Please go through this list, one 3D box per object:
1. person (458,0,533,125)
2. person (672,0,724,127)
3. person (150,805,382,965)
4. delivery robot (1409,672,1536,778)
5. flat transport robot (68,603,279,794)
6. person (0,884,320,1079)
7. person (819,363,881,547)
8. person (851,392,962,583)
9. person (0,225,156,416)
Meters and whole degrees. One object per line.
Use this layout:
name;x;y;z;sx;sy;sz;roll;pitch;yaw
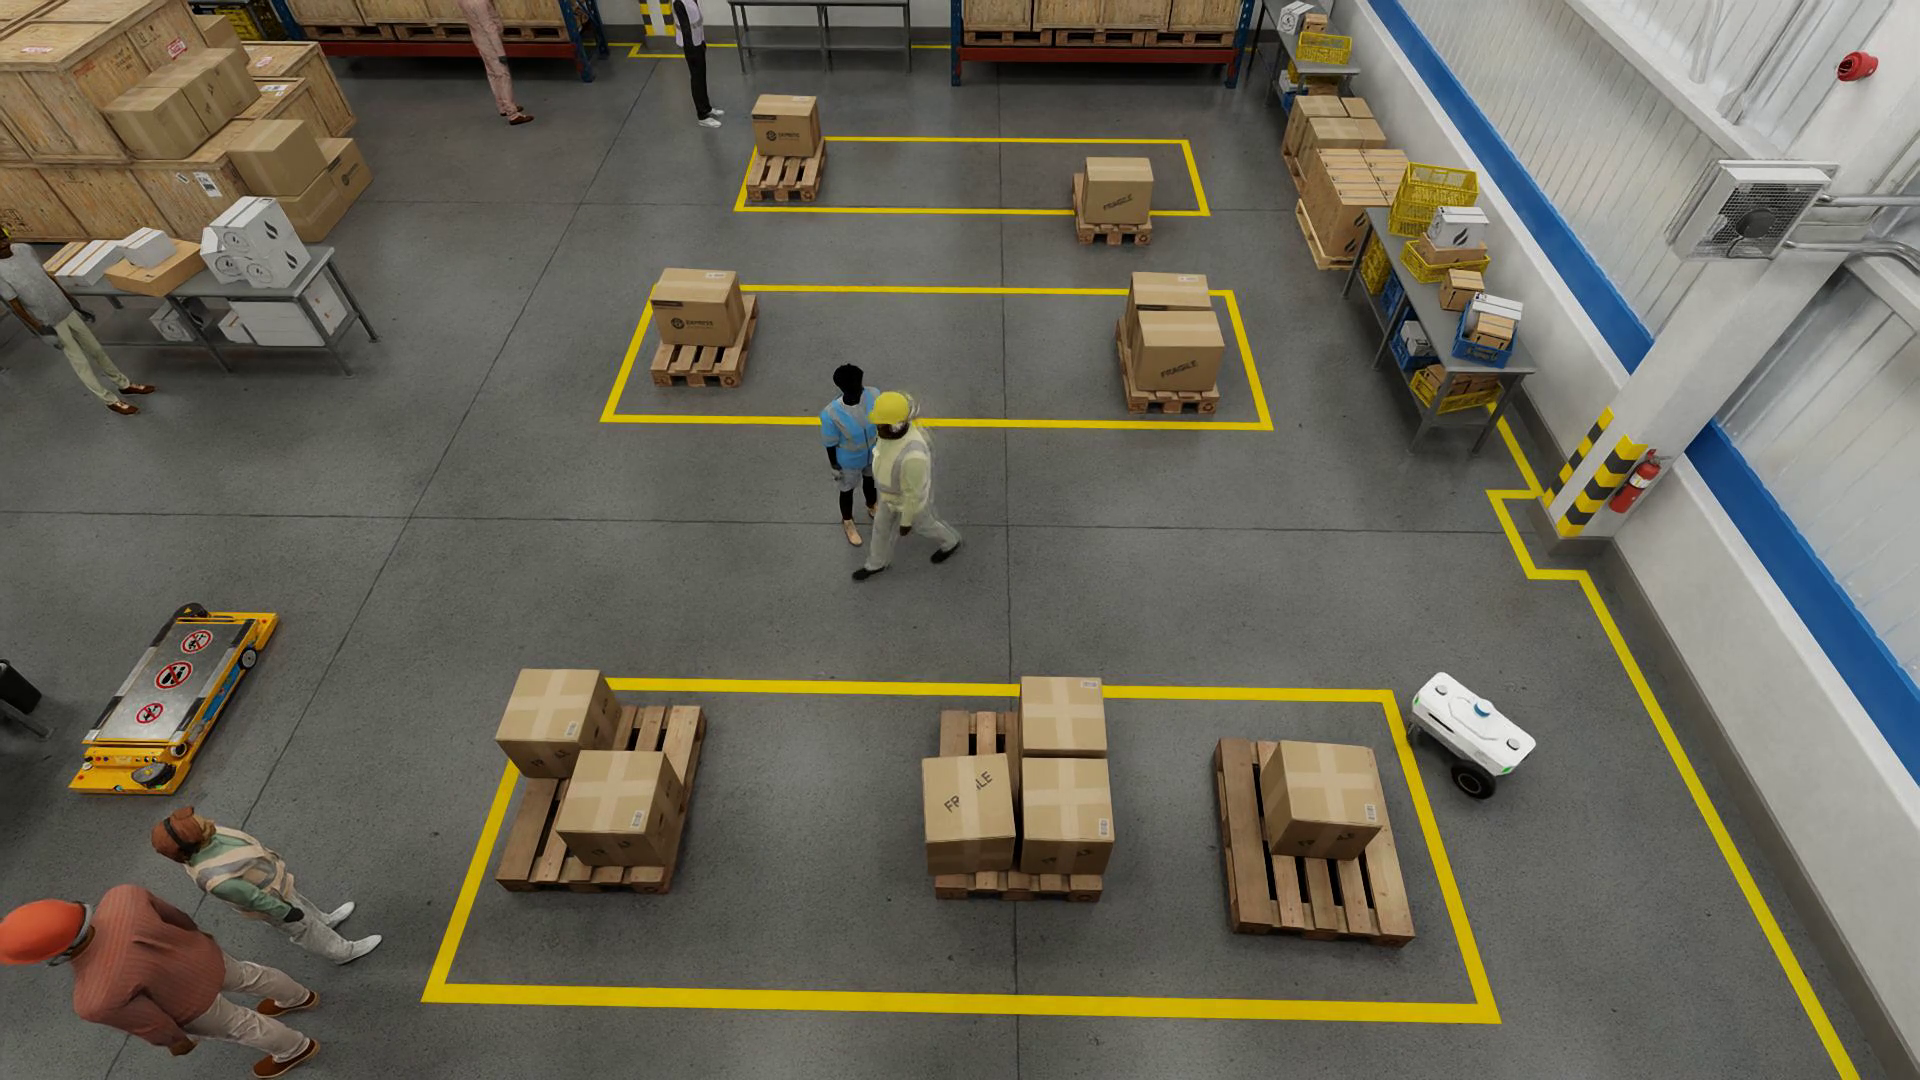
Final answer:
person;-5.929;-6.297;11.624;0.400;1.897;0.645;-32;57;-24
person;-3.360;-6.262;11.580;0.397;1.915;0.587;1;50;1
person;-3.696;1.859;4.884;0.511;1.641;0.309;33;57;25
delivery robot;3.378;1.220;6.073;0.477;0.478;0.707;-32;57;-24
flat transport robot;-5.504;1.072;6.442;0.652;0.197;1.431;1;50;1
person;-3.752;2.141;4.415;0.375;1.997;0.609;-16;52;-13
person;-0.776;-0.650;6.970;0.540;1.696;0.316;-33;57;-25
person;-0.385;-0.367;6.677;0.910;1.792;0.607;-22;53;-18
person;-7.785;-1.924;7.942;0.335;1.864;0.521;1;50;1
